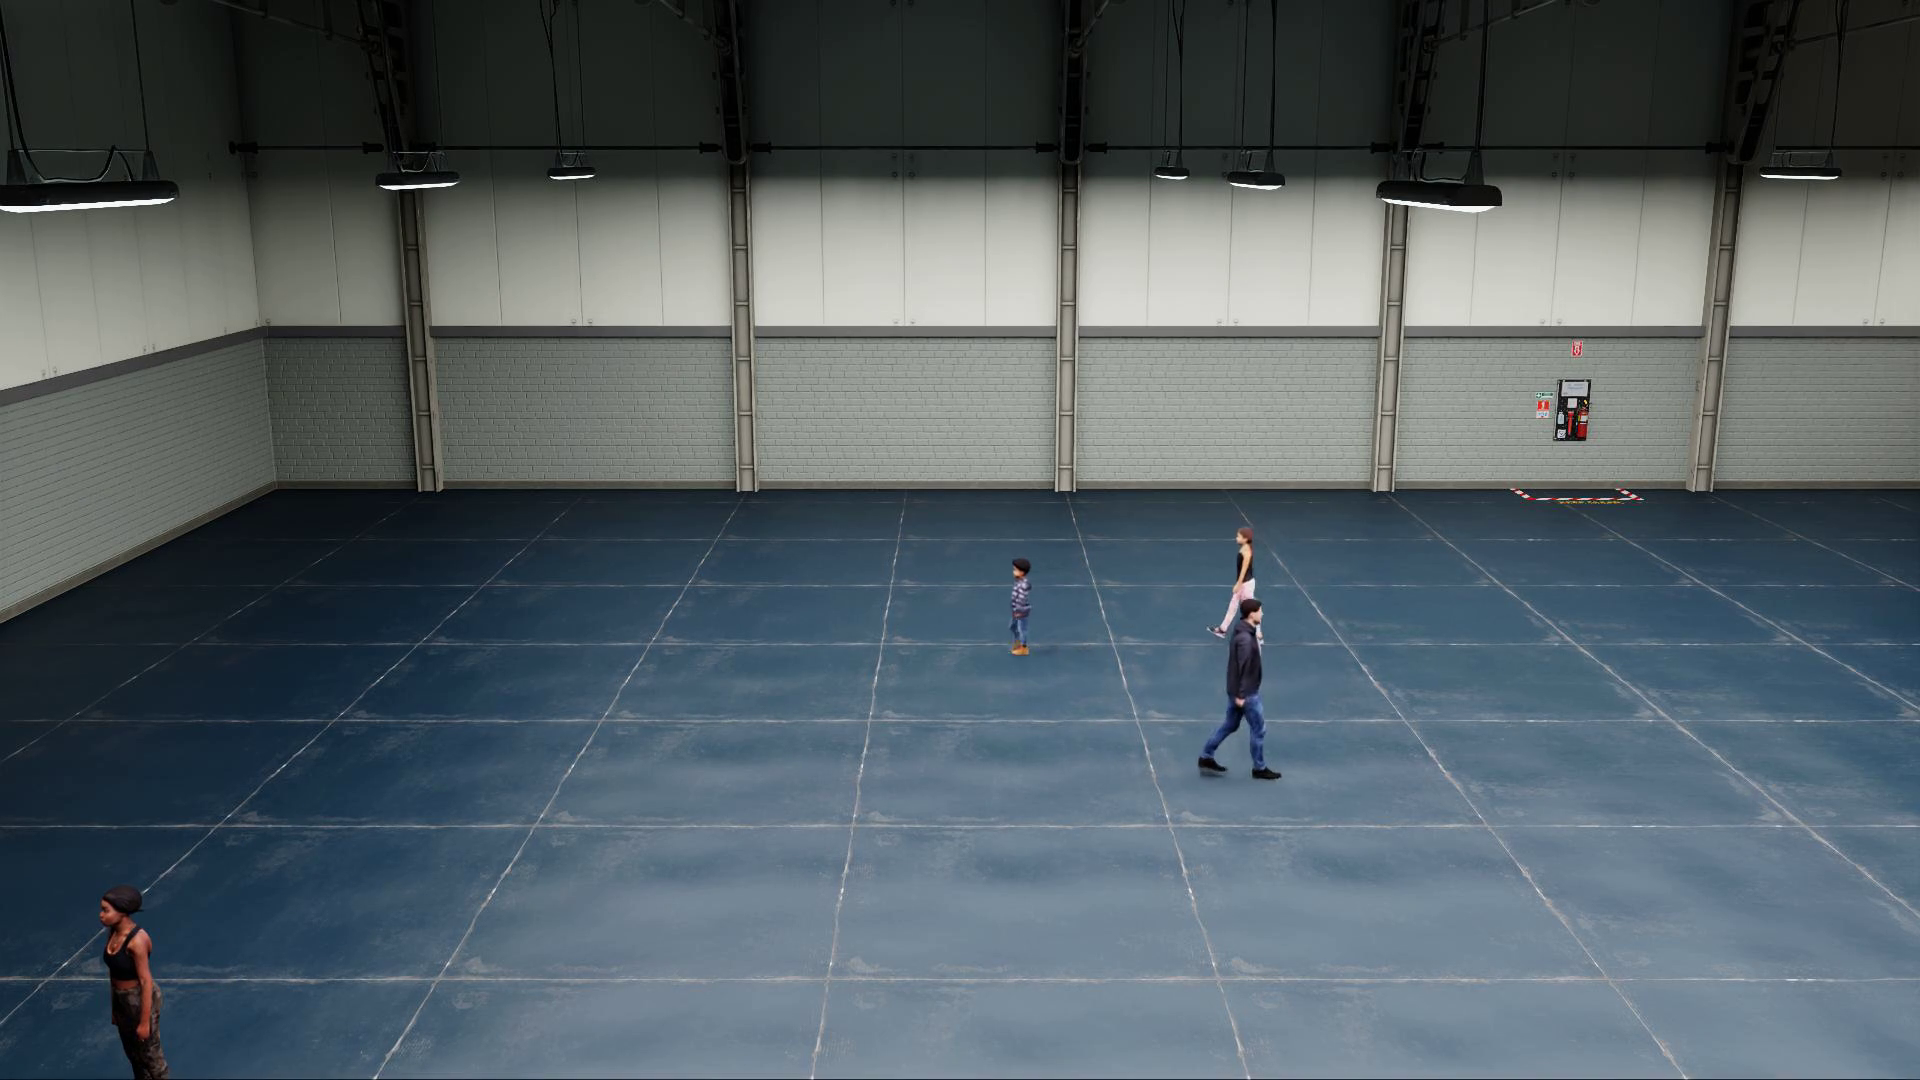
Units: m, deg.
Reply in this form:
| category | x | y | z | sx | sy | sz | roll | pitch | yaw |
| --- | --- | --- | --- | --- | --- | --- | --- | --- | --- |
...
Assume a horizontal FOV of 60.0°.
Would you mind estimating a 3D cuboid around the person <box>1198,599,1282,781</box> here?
| category | x | y | z | sx | sy | sz | roll | pitch | yaw |
| --- | --- | --- | --- | --- | --- | --- | --- | --- | --- |
| person | 2.748 | 1.506 | 16.733 | 1.043 | 1.857 | 0.679 | 0 | 13 | 0 |

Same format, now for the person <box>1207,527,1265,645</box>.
| category | x | y | z | sx | sy | sz | roll | pitch | yaw |
| --- | --- | --- | --- | --- | --- | --- | --- | --- | --- |
| person | 3.739 | 0.599 | 21.368 | 0.965 | 1.533 | 0.606 | 1 | 13 | 6 |

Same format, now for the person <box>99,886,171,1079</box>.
| category | x | y | z | sx | sy | sz | roll | pitch | yaw |
| --- | --- | --- | --- | --- | --- | --- | --- | --- | --- |
| person | -5.274 | 2.996 | 10.649 | 0.637 | 1.699 | 0.718 | 10 | 17 | 38 |

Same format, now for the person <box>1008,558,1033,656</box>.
| category | x | y | z | sx | sy | sz | roll | pitch | yaw |
| --- | --- | --- | --- | --- | --- | --- | --- | --- | --- |
| person | 0.810 | 0.844 | 20.953 | 0.543 | 1.243 | 0.537 | -3 | 13 | -12 |
